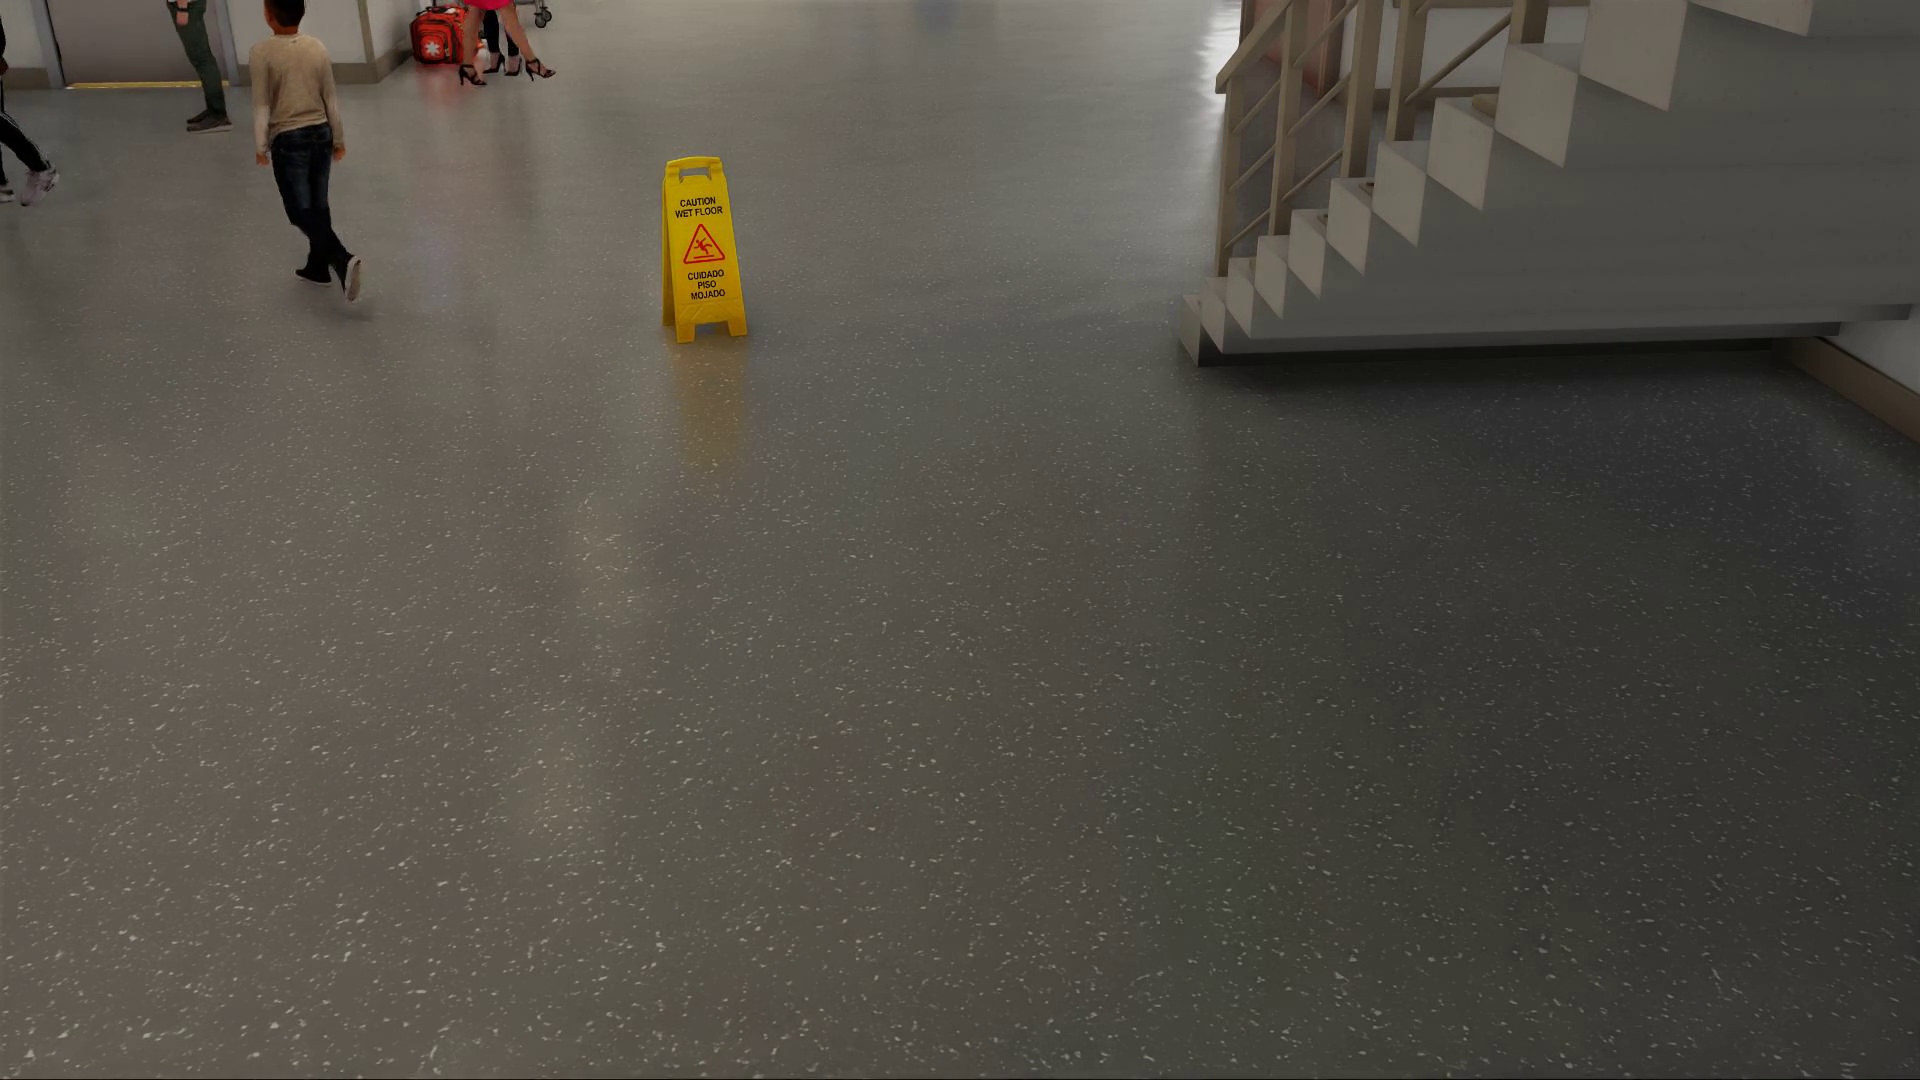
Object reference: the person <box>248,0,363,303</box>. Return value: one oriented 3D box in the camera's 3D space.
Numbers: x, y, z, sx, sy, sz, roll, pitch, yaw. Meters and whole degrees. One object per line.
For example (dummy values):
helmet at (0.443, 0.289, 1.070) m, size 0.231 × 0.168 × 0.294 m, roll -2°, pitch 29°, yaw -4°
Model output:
person at (-3.016, -1.814, 7.695) m, size 0.960 × 1.448 × 0.929 m, roll 19°, pitch 31°, yaw 34°

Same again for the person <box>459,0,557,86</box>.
person at (-3.666, -4.272, 12.513) m, size 0.802 × 1.691 × 0.944 m, roll -9°, pitch 27°, yaw -19°

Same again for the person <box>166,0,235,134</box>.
person at (-5.173, -3.587, 11.135) m, size 0.693 × 1.653 × 0.548 m, roll -9°, pitch 27°, yaw -17°

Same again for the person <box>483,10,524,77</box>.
person at (-3.662, -4.507, 12.976) m, size 0.648 × 1.712 × 0.674 m, roll 15°, pitch 30°, yaw 28°
